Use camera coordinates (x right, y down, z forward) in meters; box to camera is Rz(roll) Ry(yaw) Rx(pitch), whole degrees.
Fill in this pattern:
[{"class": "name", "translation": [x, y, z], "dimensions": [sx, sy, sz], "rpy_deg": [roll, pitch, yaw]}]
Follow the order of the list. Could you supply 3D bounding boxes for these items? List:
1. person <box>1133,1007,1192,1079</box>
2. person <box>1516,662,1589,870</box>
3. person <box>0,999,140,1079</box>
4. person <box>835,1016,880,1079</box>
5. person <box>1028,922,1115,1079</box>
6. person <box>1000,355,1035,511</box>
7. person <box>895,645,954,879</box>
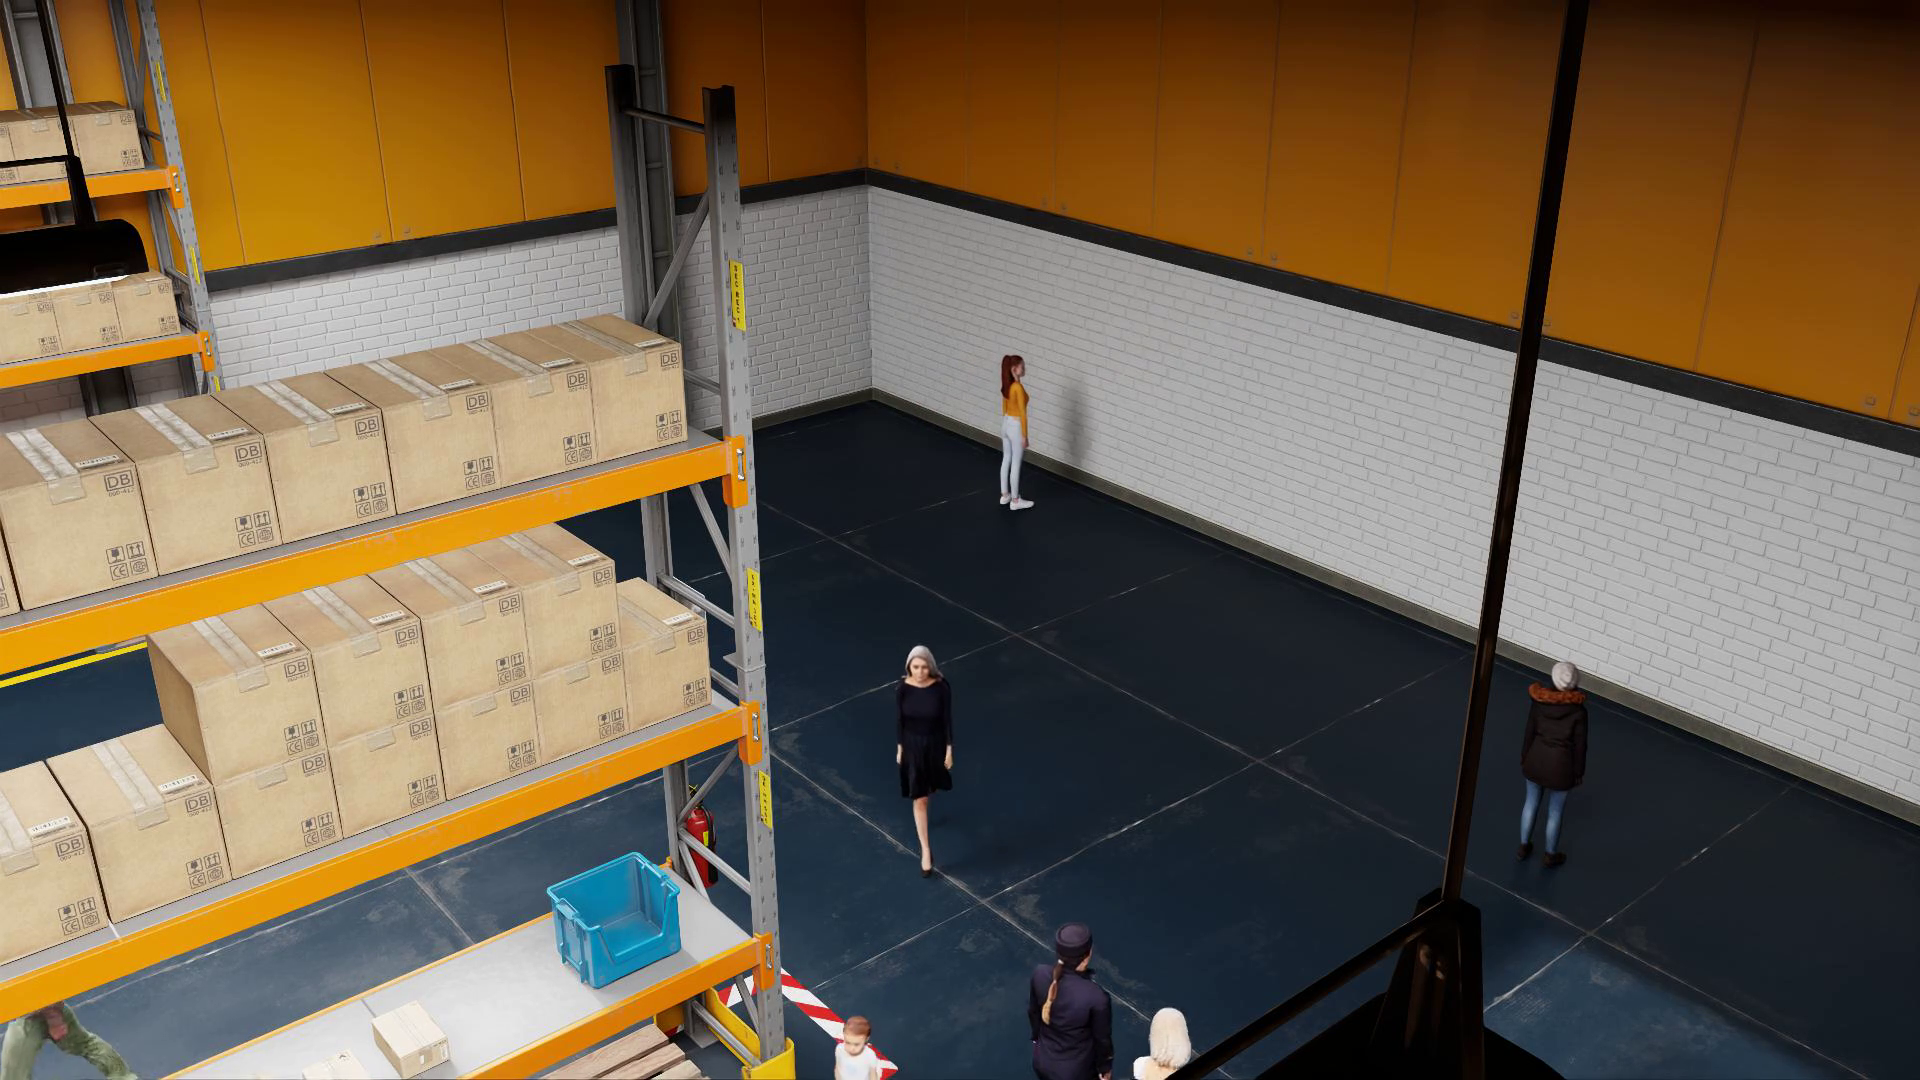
[{"class": "person", "translation": [0.987, 3.192, 8.393], "dimensions": [0.706, 1.713, 0.964], "rpy_deg": [21, 31, 40]}, {"class": "person", "translation": [4.297, 1.623, 12.085], "dimensions": [0.653, 1.630, 0.639], "rpy_deg": [19, 30, 37]}, {"class": "person", "translation": [-5.174, 2.659, 9.479], "dimensions": [1.267, 1.820, 0.709], "rpy_deg": [-17, 29, -34]}, {"class": "person", "translation": [-0.565, 3.103, 9.479], "dimensions": [0.598, 1.005, 0.687], "rpy_deg": [7, 25, 16]}, {"class": "person", "translation": [0.556, 2.895, 9.136], "dimensions": [0.762, 1.662, 0.830], "rpy_deg": [19, 30, 36]}, {"class": "person", "translation": [0.598, -1.202, 18.400], "dimensions": [0.598, 1.749, 0.626], "rpy_deg": [-12, 26, -25]}, {"class": "person", "translation": [-0.254, 1.540, 12.178], "dimensions": [1.099, 1.708, 1.067], "rpy_deg": [-1, 24, -3]}]
